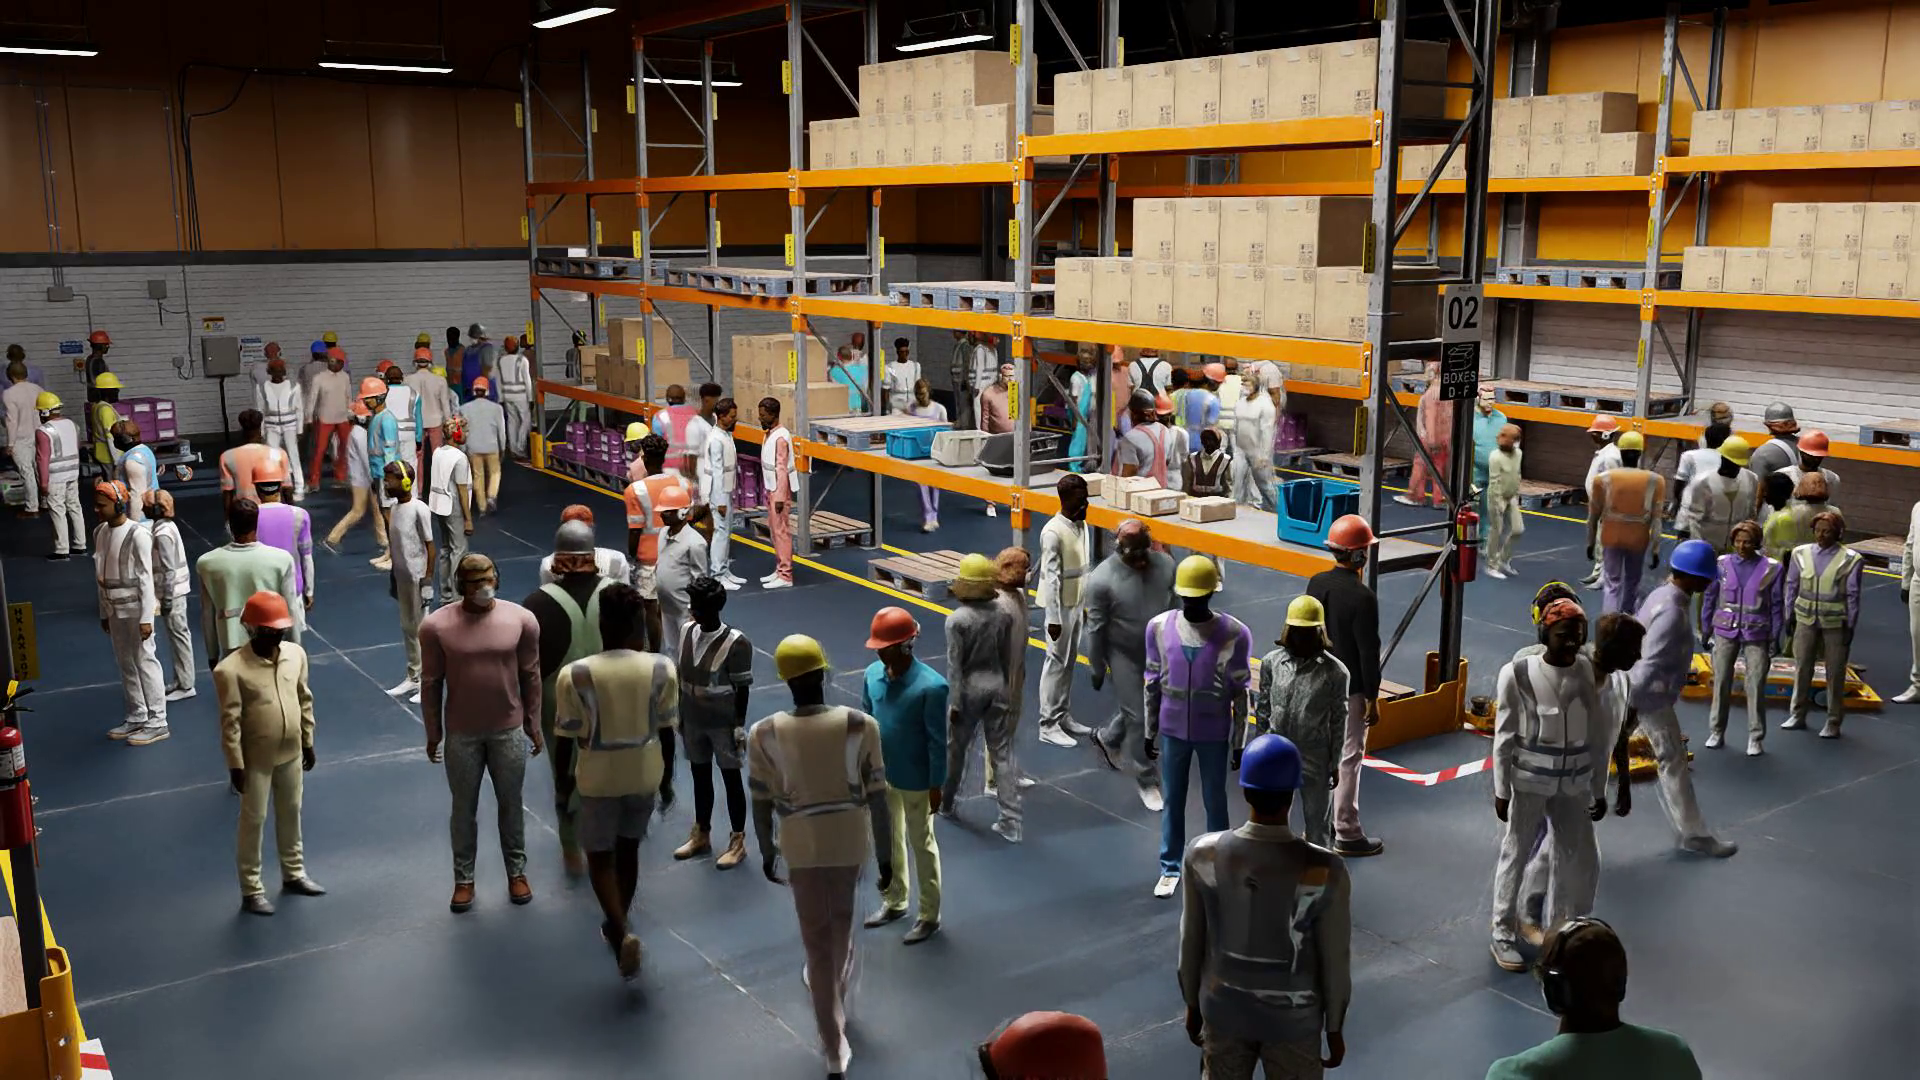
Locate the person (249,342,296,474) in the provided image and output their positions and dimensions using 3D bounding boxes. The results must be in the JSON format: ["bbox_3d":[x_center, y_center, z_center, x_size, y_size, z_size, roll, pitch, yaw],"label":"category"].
[{"bbox_3d":[-9.826,-1.890,23.908,0.636,1.900,0.400,-1,11,-6],"label":"person"}]

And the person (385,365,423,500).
[{"bbox_3d":[-7.071,-1.275,20.927,0.619,1.836,0.432,-5,12,-25],"label":"person"}]

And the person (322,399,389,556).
[{"bbox_3d":[-6.577,-0.683,18.176,0.786,1.717,0.543,-3,11,-15],"label":"person"}]

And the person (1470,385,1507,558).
[{"bbox_3d":[5.630,-0.731,17.973,0.645,1.900,0.399,-3,12,-17],"label":"person"}]

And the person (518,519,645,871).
[{"bbox_3d":[-2.153,0.866,9.418,0.705,2.000,0.537,-4,12,-22],"label":"person"}]

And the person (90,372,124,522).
[{"bbox_3d":[-9.687,-0.949,18.999,0.370,1.928,0.585,-8,14,-37],"label":"person"}]

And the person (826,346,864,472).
[{"bbox_3d":[-1.694,-1.923,24.308,0.557,1.793,0.924,-4,12,-22],"label":"person"}]

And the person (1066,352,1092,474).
[{"bbox_3d":[1.662,-1.692,23.043,0.359,1.836,0.526,4,12,19],"label":"person"}]

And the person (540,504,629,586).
[{"bbox_3d":[-2.400,0.691,10.795,0.629,1.866,0.594,-6,12,-27],"label":"person"}]

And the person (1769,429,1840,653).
[{"bbox_3d":[7.119,0.018,14.068,0.549,1.926,0.388,2,11,12],"label":"person"}]

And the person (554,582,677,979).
[{"bbox_3d":[-1.654,1.177,8.135,0.613,1.932,0.765,-6,12,-26],"label":"person"}]

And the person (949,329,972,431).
[{"bbox_3d":[0.011,-2.727,28.039,0.381,1.951,0.605,-4,12,-18],"label":"person"}]

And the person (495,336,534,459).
[{"bbox_3d":[-6.782,-2.169,25.370,0.609,1.880,0.388,4,12,18],"label":"person"}]

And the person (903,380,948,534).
[{"bbox_3d":[-0.366,-0.978,19.491,0.613,1.784,0.891,0,11,1],"label":"person"}]

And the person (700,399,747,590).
[{"bbox_3d":[-2.365,-0.454,16.529,0.410,1.908,0.598,0,11,0],"label":"person"}]

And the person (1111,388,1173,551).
[{"bbox_3d":[1.726,-0.464,16.227,0.537,2.000,0.682,10,15,41],"label":"person"}]

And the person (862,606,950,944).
[{"bbox_3d":[-0.311,1.188,8.545,0.575,1.740,0.349,9,14,40],"label":"person"}]

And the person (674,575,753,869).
[{"bbox_3d":[-1.414,1.027,9.488,0.533,1.692,0.319,7,13,32],"label":"person"}]

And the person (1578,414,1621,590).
[{"bbox_3d":[6.351,-0.374,16.504,0.342,1.749,0.570,2,11,12],"label":"person"}]

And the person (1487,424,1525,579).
[{"bbox_3d":[5.547,-0.387,16.930,0.523,1.611,0.412,-7,13,-30],"label":"person"}]

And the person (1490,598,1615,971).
[{"bbox_3d":[2.890,1.199,8.155,0.570,1.876,0.348,0,11,-2],"label":"person"}]

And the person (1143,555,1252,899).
[{"bbox_3d":[1.264,1.017,8.964,0.586,1.920,0.398,5,12,22],"label":"person"}]

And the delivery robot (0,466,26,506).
[{"bbox_3d":[-11.958,-0.690,20.955,0.477,0.478,0.707,-10,15,-42],"label":"delivery robot"}]

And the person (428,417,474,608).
[{"bbox_3d":[-4.753,-0.231,15.575,0.392,1.836,0.561,-10,15,-41],"label":"person"}]

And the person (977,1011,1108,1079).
[{"bbox_3d":[-0.058,2.000,3.748,0.773,1.995,0.680,-8,13,-34],"label":"person"}]

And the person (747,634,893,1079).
[{"bbox_3d":[-0.622,1.349,7.380,0.607,1.868,0.930,-3,11,-13],"label":"person"}]

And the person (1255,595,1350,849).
[{"bbox_3d":[1.782,1.144,8.755,0.487,1.746,0.290,5,12,25],"label":"person"}]

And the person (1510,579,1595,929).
[{"bbox_3d":[3.017,1.129,8.535,0.521,1.864,0.335,-2,11,-12],"label":"person"}]

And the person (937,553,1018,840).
[{"bbox_3d":[0.097,0.918,10.038,0.496,1.695,0.836,-7,13,-31],"label":"person"}]

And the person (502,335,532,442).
[{"bbox_3d":[-7.296,-2.486,27.336,0.417,1.745,0.547,4,12,20],"label":"person"}]

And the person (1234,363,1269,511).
[{"bbox_3d":[3.580,-1.231,20.523,0.399,1.900,0.644,0,11,1],"label":"person"}]

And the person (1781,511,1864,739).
[{"bbox_3d":[6.147,0.594,11.870,0.320,1.628,0.510,-10,15,-41],"label":"person"}]

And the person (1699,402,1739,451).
[{"bbox_3d":[7.854,-0.537,17.206,0.601,1.816,0.354,-6,12,-27],"label":"person"}]

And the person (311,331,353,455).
[{"bbox_3d":[-9.700,-2.267,25.745,0.592,1.926,0.366,0,11,-2],"label":"person"}]

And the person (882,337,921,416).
[{"bbox_3d":[-0.822,-1.960,24.078,0.615,1.965,0.367,-5,12,-25],"label":"person"}]

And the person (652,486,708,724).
[{"bbox_3d":[-2.067,0.469,12.188,0.330,1.751,0.563,-10,15,-43],"label":"person"}]

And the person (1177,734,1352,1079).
[{"bbox_3d":[1.056,1.627,5.798,0.604,1.939,0.415,5,12,26],"label":"person"}]

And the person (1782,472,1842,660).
[{"bbox_3d":[6.962,0.251,13.655,0.513,1.621,0.311,-1,11,-6],"label":"person"}]

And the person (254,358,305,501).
[{"bbox_3d":[-8.803,-1.423,21.557,0.596,1.881,0.384,-4,12,-19],"label":"person"}]

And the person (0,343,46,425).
[{"bbox_3d":[-13.301,-1.830,23.565,0.630,1.914,0.839,-3,12,-17],"label":"person"}]

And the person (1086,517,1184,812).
[{"bbox_3d":[1.073,0.727,10.611,0.668,1.859,0.852,-6,12,-28],"label":"person"}]

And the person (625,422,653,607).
[{"bbox_3d":[-3.007,-0.243,15.810,0.317,1.765,0.522,2,11,12],"label":"person"}]

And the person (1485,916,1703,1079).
[{"bbox_3d":[1.595,1.907,4.361,0.630,1.938,0.372,-4,12,-20],"label":"person"}]

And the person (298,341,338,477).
[{"bbox_3d":[-9.044,-1.849,23.579,0.611,1.939,0.415,0,11,2],"label":"person"}]

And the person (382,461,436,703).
[{"bbox_3d":[-4.198,0.313,12.705,0.533,1.864,0.311,9,14,40],"label":"person"}]

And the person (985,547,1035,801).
[{"bbox_3d":[0.315,0.841,10.619,0.276,1.628,0.505,4,12,19],"label":"person"}]

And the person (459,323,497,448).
[{"bbox_3d":[-7.684,-2.452,26.402,0.705,2.000,0.591,8,13,34],"label":"person"}]

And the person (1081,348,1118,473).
[{"bbox_3d":[2.056,-1.866,23.961,0.692,1.824,0.576,-2,11,-12],"label":"person"}]
